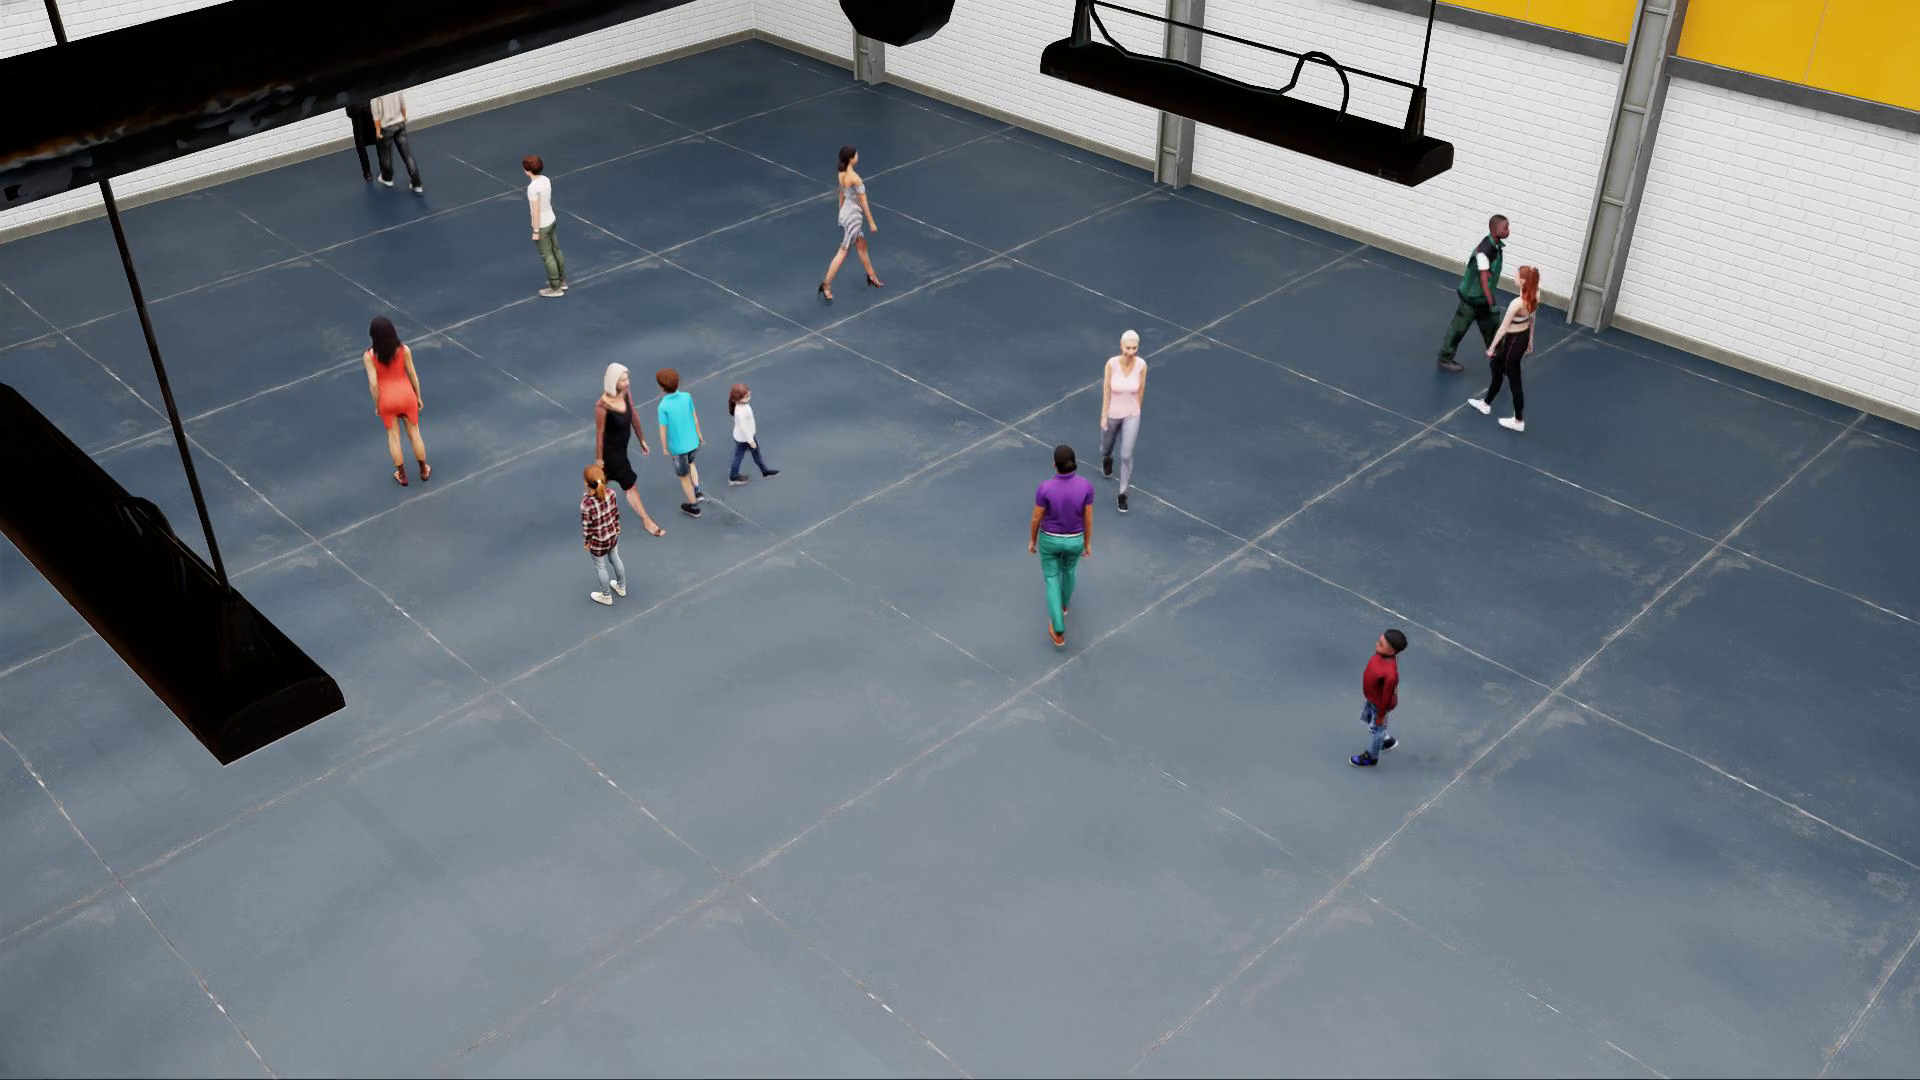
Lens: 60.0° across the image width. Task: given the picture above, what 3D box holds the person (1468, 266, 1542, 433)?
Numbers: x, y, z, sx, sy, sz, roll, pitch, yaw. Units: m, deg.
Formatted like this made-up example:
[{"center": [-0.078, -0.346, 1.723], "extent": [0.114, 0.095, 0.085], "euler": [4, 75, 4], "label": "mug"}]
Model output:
[{"center": [5.523, -1.844, 16.284], "extent": [0.619, 1.723, 0.906], "euler": [-27, 42, -34], "label": "person"}]

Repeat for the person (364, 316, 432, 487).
[{"center": [-5.234, -1.293, 15.457], "extent": [0.646, 1.720, 0.628], "euler": [-14, 36, -21], "label": "person"}]

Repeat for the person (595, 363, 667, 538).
[{"center": [-3.123, -0.799, 14.743], "extent": [1.170, 1.688, 0.899], "euler": [14, 36, 20], "label": "person"}]

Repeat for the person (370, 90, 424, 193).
[{"center": [-7.286, -5.333, 21.489], "extent": [1.039, 1.772, 0.695], "euler": [27, 42, 34], "label": "person"}]

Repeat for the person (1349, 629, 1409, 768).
[{"center": [3.143, 1.156, 12.199], "extent": [0.708, 1.249, 0.649], "euler": [2, 34, 3], "label": "person"}]

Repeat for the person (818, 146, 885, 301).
[{"center": [-1.306, -3.520, 18.761], "extent": [0.873, 1.772, 1.093], "euler": [-17, 37, -24], "label": "person"}]

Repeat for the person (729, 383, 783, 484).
[{"center": [-2.083, -0.992, 15.577], "extent": [0.778, 1.087, 0.707], "euler": [-1, 34, -1], "label": "person"}]

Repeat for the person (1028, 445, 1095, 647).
[{"center": [0.824, 0.061, 13.401], "extent": [1.006, 1.740, 1.122], "euler": [-4, 34, -6], "label": "person"}]

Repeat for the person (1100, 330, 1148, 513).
[{"center": [1.467, -1.172, 15.287], "extent": [1.011, 1.706, 1.029], "euler": [2, 34, 2], "label": "person"}]

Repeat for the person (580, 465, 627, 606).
[{"center": [-3.004, -0.051, 13.963], "extent": [0.521, 1.305, 0.546], "euler": [25, 41, 32], "label": "person"}]

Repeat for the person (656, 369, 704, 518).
[{"center": [-2.469, -0.868, 15.084], "extent": [0.603, 1.426, 0.534], "euler": [29, 43, 36], "label": "person"}]

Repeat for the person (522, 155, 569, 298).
[{"center": [-4.743, -3.588, 18.970], "extent": [0.691, 1.653, 0.666], "euler": [7, 34, 10], "label": "person"}]

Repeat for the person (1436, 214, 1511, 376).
[{"center": [5.273, -2.529, 17.245], "extent": [1.131, 1.799, 0.768], "euler": [23, 40, 30], "label": "person"}]
